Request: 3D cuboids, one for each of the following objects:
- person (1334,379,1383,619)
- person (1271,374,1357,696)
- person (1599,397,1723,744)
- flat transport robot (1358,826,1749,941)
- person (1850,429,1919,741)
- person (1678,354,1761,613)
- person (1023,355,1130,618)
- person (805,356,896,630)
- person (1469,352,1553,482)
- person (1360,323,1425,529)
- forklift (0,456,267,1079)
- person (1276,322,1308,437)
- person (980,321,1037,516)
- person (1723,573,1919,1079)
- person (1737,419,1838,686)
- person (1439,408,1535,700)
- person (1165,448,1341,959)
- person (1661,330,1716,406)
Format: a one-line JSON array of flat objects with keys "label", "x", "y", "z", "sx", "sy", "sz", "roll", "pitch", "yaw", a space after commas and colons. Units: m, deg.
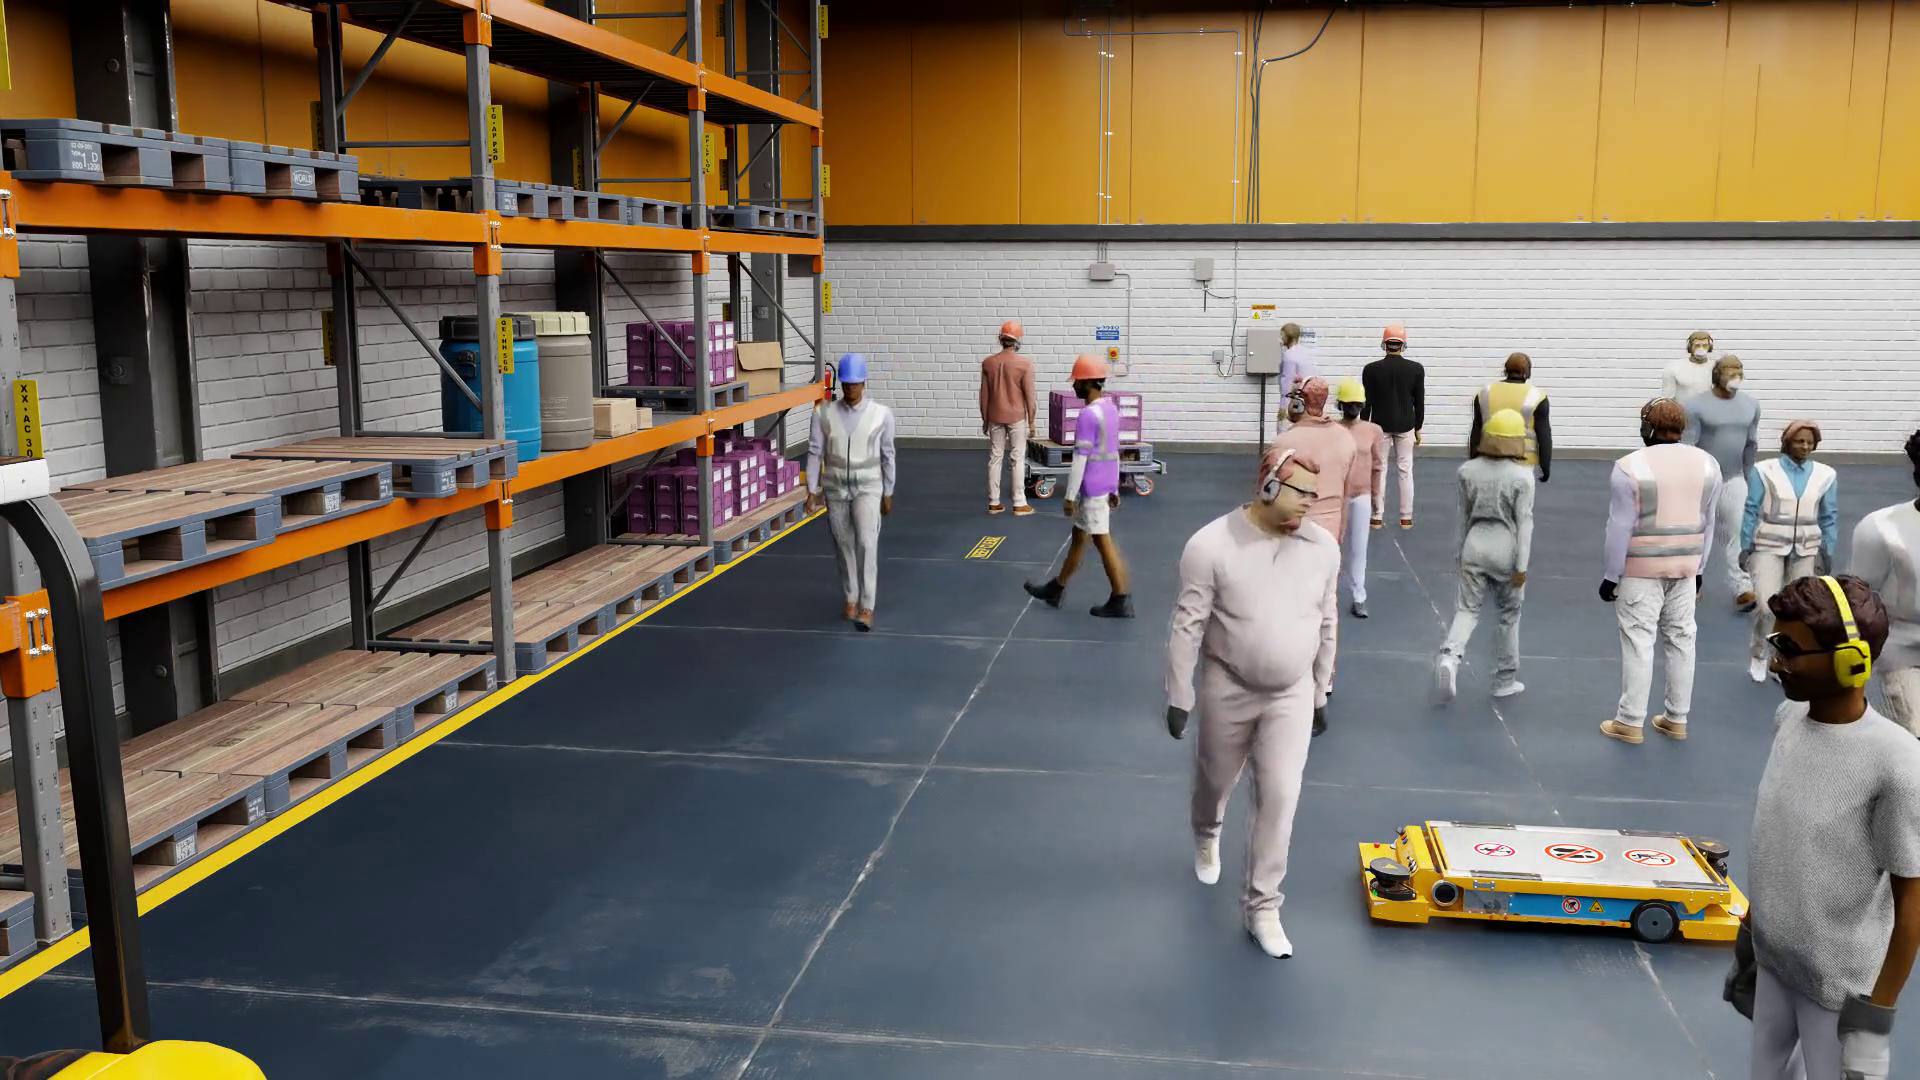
[{"label": "person", "x": 2.849, "y": -0.338, "z": 12.325, "sx": 0.542, "sy": 1.720, "sz": 0.919, "roll": 0, "pitch": 9, "yaw": 1}, {"label": "person", "x": 1.996, "y": -0.006, "z": 9.698, "sx": 0.641, "sy": 1.908, "sz": 0.407, "roll": -7, "pitch": 12, "yaw": -38}, {"label": "person", "x": 3.690, "y": 0.164, "z": 8.850, "sx": 0.620, "sy": 1.845, "sz": 0.430, "roll": -2, "pitch": 9, "yaw": -11}, {"label": "flat transport robot", "x": 2.325, "y": 1.321, "z": 6.541, "sx": 1.431, "sy": 0.197, "sz": 0.652, "roll": 1, "pitch": 9, "yaw": 9}, {"label": "person", "x": 3.991, "y": 0.456, "z": 6.883, "sx": 0.693, "sy": 1.907, "sz": 0.974, "roll": 0, "pitch": 9, "yaw": 0}, {"label": "person", "x": 5.630, "y": -0.421, "z": 12.313, "sx": 0.655, "sy": 1.882, "sz": 1.004, "roll": -1, "pitch": 9, "yaw": -4}, {"label": "person", "x": 0.865, "y": -0.389, "z": 12.096, "sx": 0.893, "sy": 1.893, "sz": 0.569, "roll": 4, "pitch": 10, "yaw": 22}, {"label": "person", "x": -0.780, "y": -0.324, "z": 11.658, "sx": 0.616, "sy": 1.904, "sz": 0.951, "roll": 1, "pitch": 9, "yaw": 5}, {"label": "person", "x": 4.694, "y": -0.674, "z": 14.065, "sx": 0.662, "sy": 1.822, "sz": 0.672, "roll": 8, "pitch": 12, "yaw": 39}, {"label": "person", "x": 4.188, "y": -1.095, "z": 16.140, "sx": 0.610, "sy": 1.996, "sz": 0.386, "roll": 1, "pitch": 9, "yaw": 8}, {"label": "forklift", "x": -2.328, "y": 0.975, "z": 2.765, "sx": 2.313, "sy": 2.155, "sz": 1.214, "roll": 1, "pitch": 9, "yaw": 9}, {"label": "person", "x": 3.901, "y": -1.563, "z": 19.266, "sx": 0.705, "sy": 1.923, "sz": 0.643, "roll": 3, "pitch": 10, "yaw": 19}, {"label": "person", "x": 0.509, "y": -1.244, "z": 17.097, "sx": 0.637, "sy": 1.986, "sz": 0.398, "roll": 5, "pitch": 10, "yaw": 28}, {"label": "person", "x": 1.884, "y": 0.989, "z": 3.699, "sx": 0.327, "sy": 1.865, "sz": 0.518, "roll": -1, "pitch": 9, "yaw": -8}, {"label": "person", "x": 4.967, "y": 0.087, "z": 9.981, "sx": 0.544, "sy": 1.625, "sz": 0.375, "roll": 1, "pitch": 9, "yaw": 7}, {"label": "person", "x": 3.067, "y": 0.095, "z": 9.651, "sx": 0.490, "sy": 1.719, "sz": 0.709, "roll": 8, "pitch": 12, "yaw": 40}, {"label": "person", "x": 1.118, "y": 0.554, "z": 6.424, "sx": 0.682, "sy": 1.856, "sz": 0.952, "roll": -1, "pitch": 9, "yaw": -6}, {"label": "person", "x": 7.091, "y": -1.058, "z": 16.088, "sx": 0.631, "sy": 1.940, "sz": 0.372, "roll": 1, "pitch": 9, "yaw": 9}]
